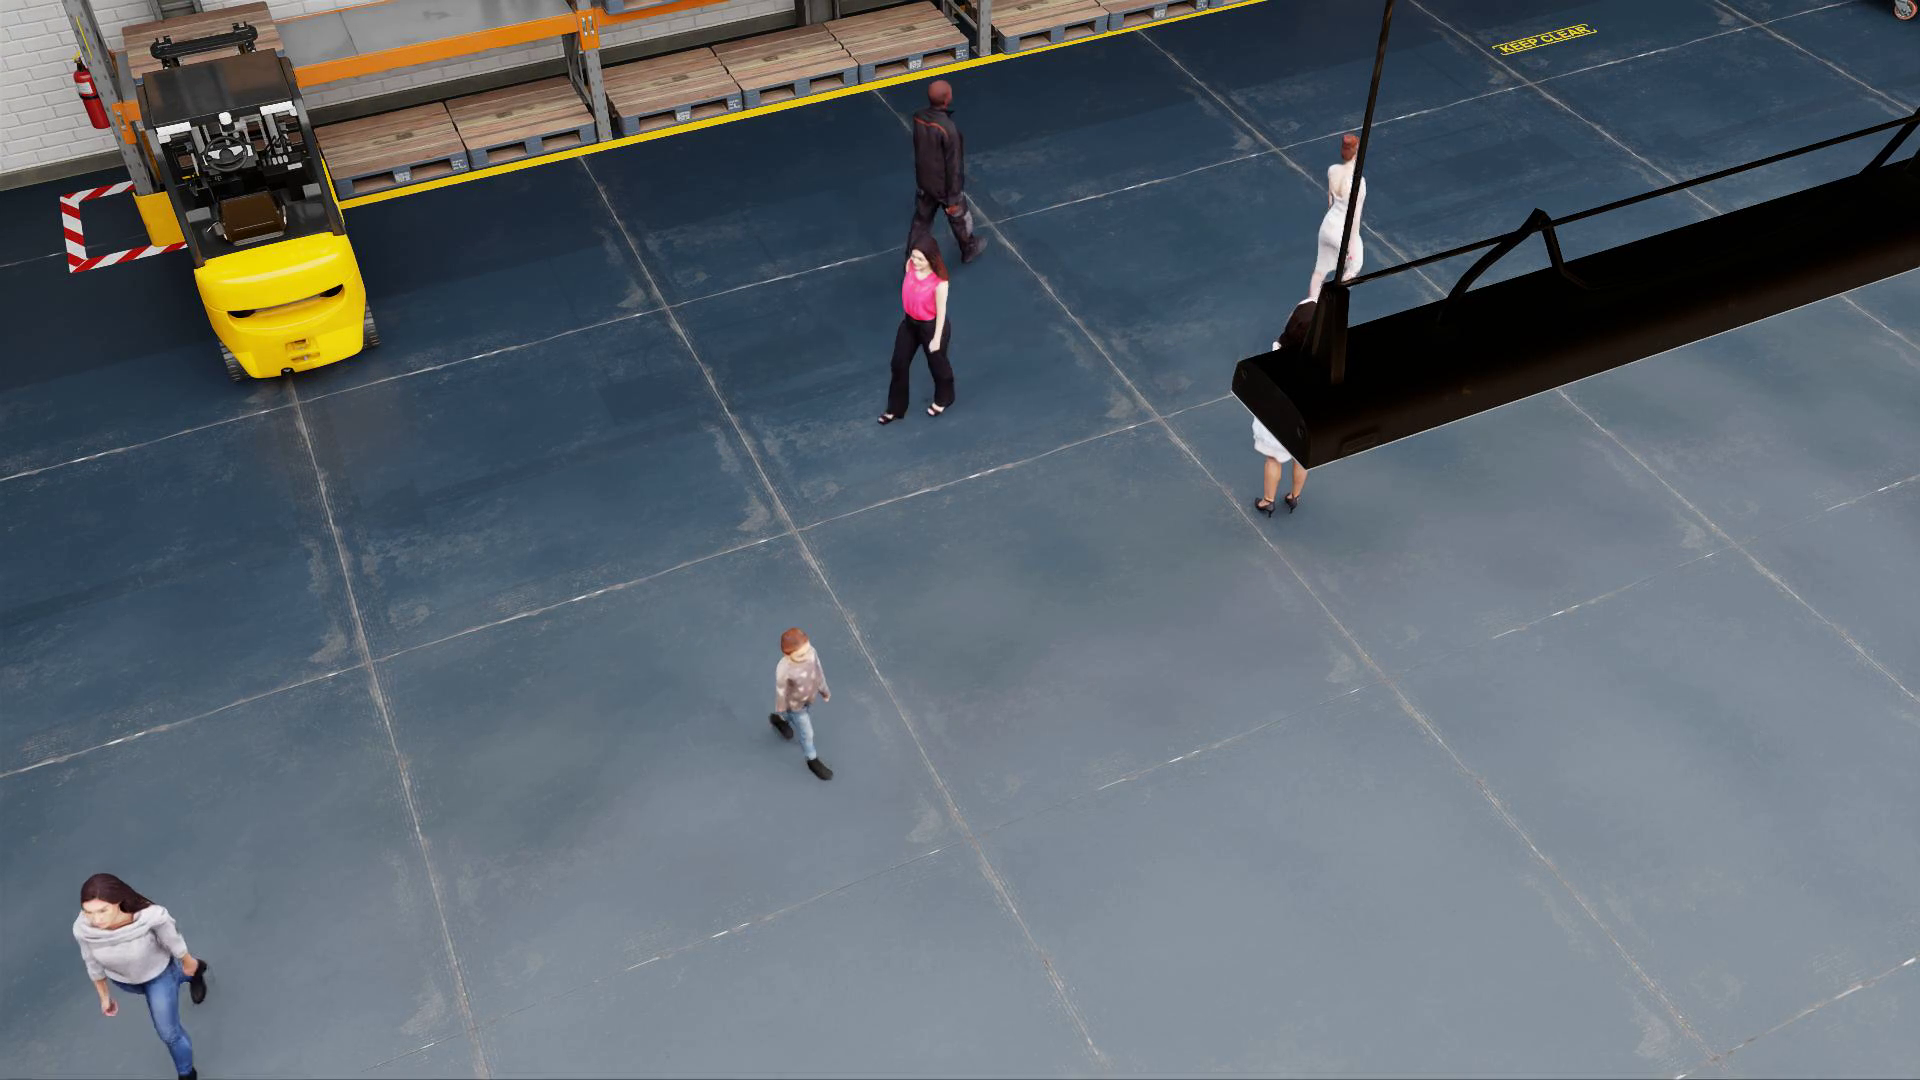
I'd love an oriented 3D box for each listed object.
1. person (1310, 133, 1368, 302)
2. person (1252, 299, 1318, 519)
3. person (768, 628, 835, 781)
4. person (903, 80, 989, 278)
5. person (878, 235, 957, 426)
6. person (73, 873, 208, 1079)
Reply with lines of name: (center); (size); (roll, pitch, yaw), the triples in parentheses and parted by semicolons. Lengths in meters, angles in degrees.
person: (2.879, -2.340, 12.999); (0.671, 1.780, 0.638); (-23, 48, -23)
person: (2.289, -0.890, 11.448); (0.750, 1.819, 0.840); (-6, 44, -7)
person: (-1.000, 0.910, 10.024); (0.751, 1.178, 0.812); (29, 51, 27)
person: (-0.246, -2.858, 13.538); (1.020, 1.786, 1.291); (32, 52, 29)
person: (-0.198, -1.582, 12.306); (0.945, 1.638, 0.759); (-33, 53, -30)
person: (-4.116, 2.128, 8.442); (1.102, 1.596, 0.938); (-2, 44, -2)
